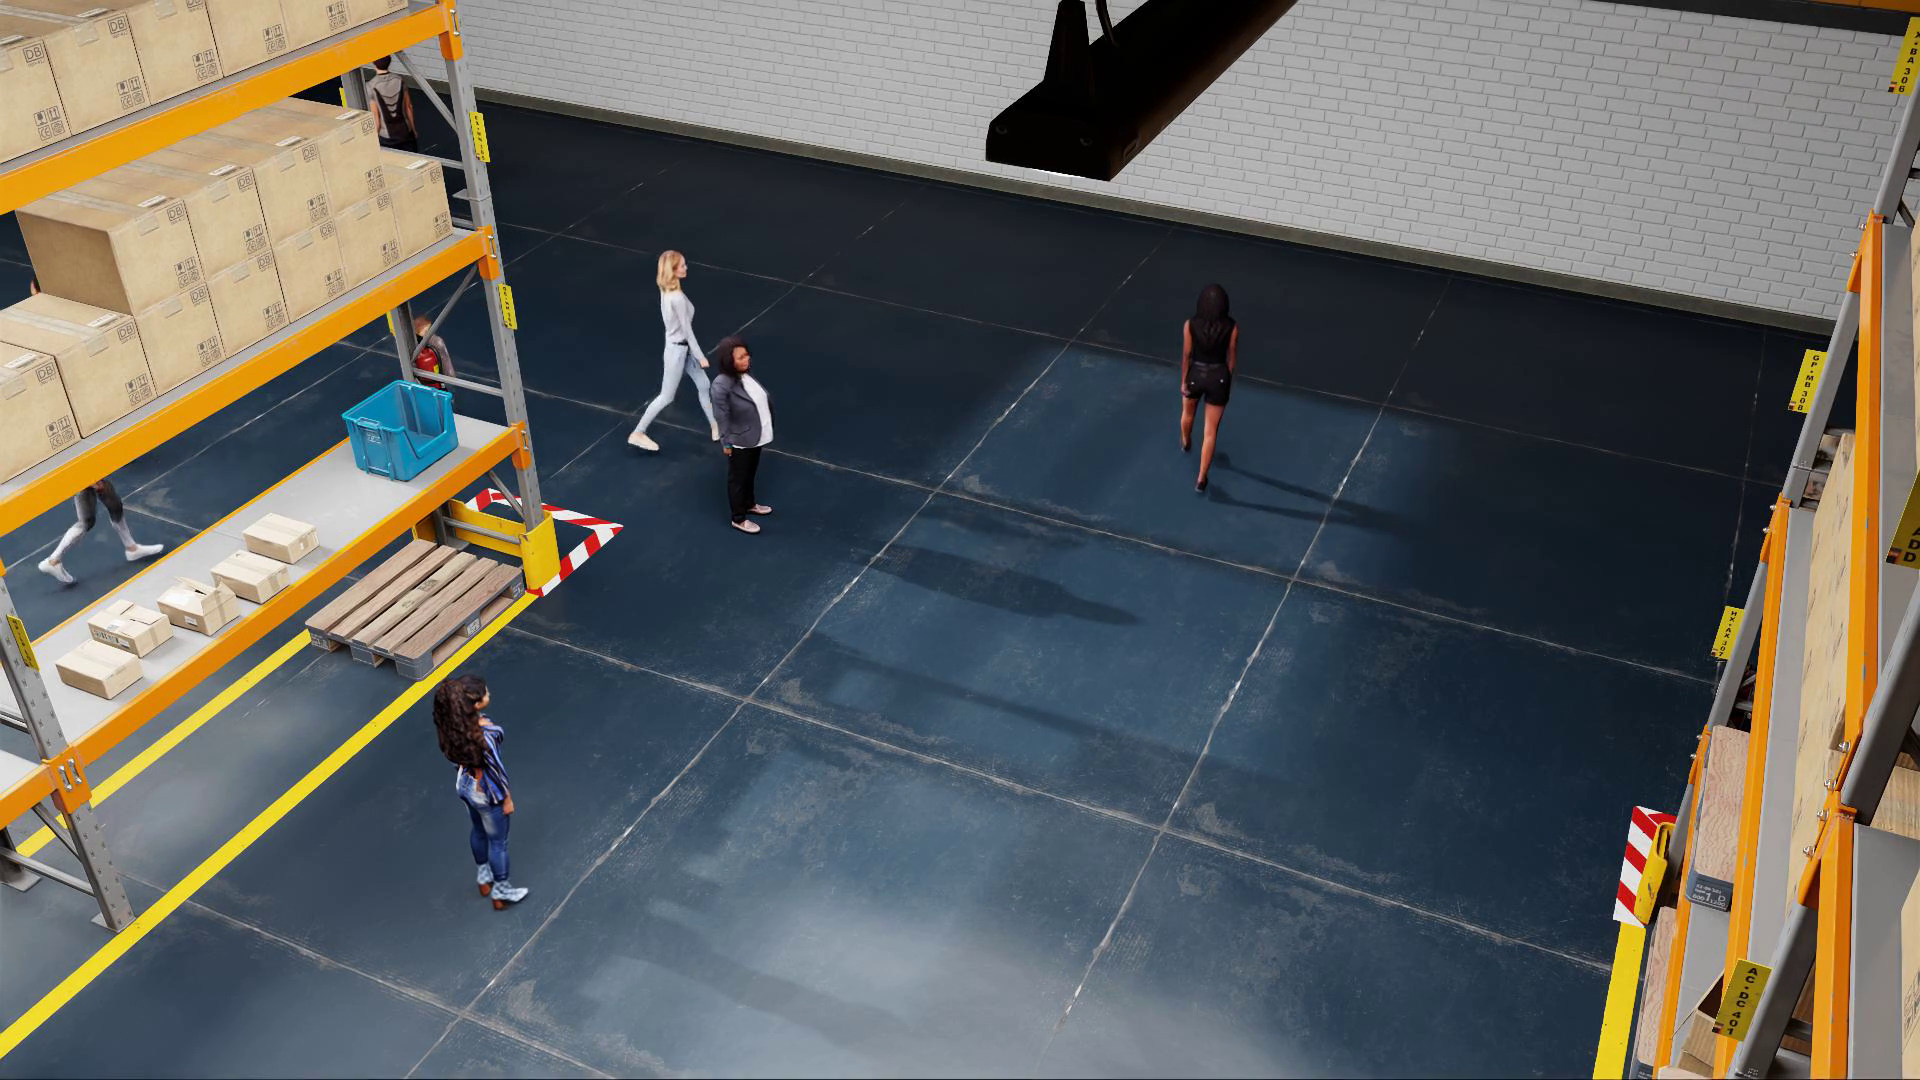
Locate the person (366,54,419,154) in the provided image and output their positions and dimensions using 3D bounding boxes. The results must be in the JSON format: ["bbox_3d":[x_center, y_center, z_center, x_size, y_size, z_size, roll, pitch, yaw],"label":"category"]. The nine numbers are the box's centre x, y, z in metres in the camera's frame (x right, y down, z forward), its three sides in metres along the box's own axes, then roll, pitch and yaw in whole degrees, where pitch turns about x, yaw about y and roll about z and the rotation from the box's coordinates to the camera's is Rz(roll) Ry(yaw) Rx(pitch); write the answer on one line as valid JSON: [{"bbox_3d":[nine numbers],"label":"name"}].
[{"bbox_3d":[-6.085,-4.399,17.934,0.651,1.897,0.783,-25,41,-33],"label":"person"}]

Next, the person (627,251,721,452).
[{"bbox_3d":[-2.402,-1.500,13.705,1.167,1.752,1.184,-8,34,-12],"label":"person"}]

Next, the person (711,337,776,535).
[{"bbox_3d":[-1.681,-0.830,12.837,0.756,1.597,0.626,10,35,14],"label":"person"}]

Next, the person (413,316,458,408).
[{"bbox_3d":[-4.435,-1.365,14.011,0.661,1.187,0.703,26,42,33],"label":"person"}]

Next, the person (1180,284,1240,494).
[{"bbox_3d":[1.970,-1.180,13.268,0.772,1.700,1.152,6,34,9],"label":"person"}]

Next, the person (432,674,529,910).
[{"bbox_3d":[-2.705,1.417,9.434,0.680,1.620,0.656,28,43,35],"label":"person"}]
